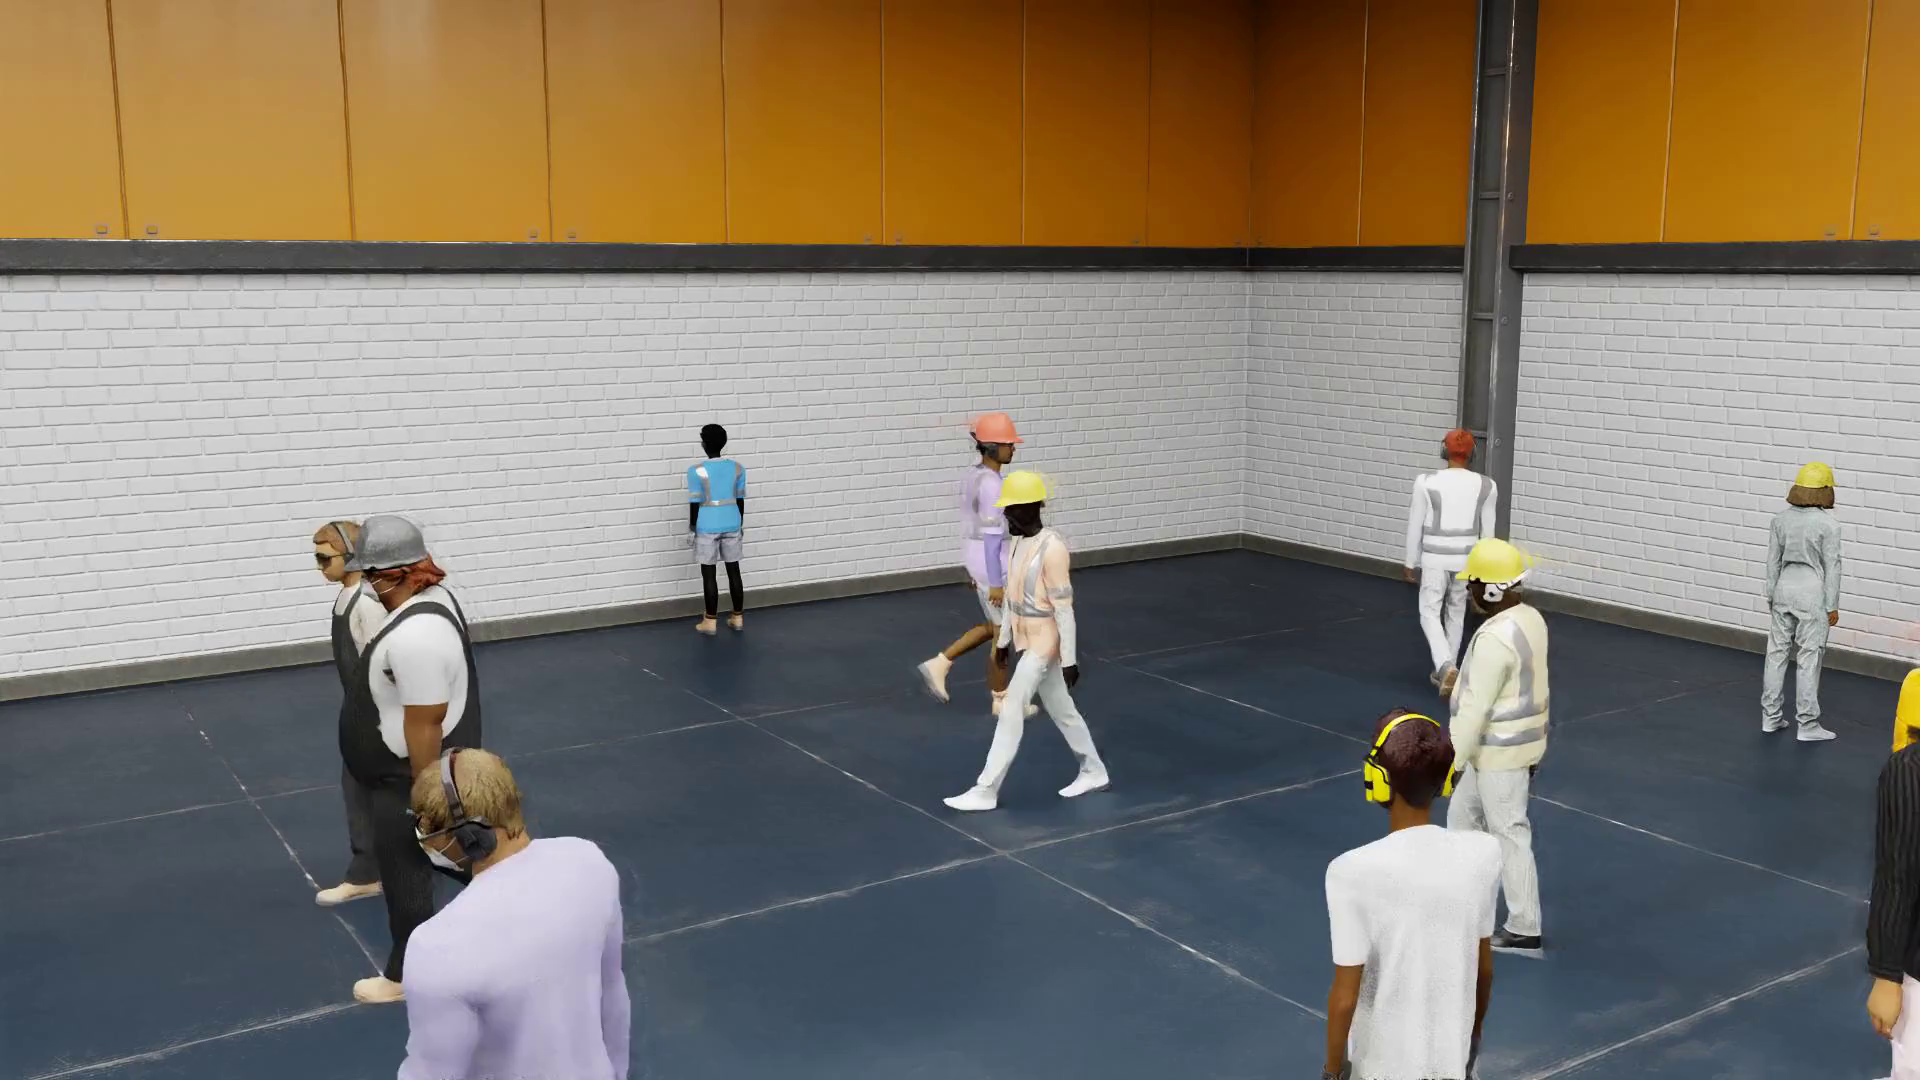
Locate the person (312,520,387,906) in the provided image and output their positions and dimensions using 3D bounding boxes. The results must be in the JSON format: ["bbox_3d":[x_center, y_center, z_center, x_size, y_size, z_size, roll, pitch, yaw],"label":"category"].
[{"bbox_3d":[-2.653,0.785,7.798,0.749,1.814,0.539,-6,11,-33],"label":"person"}]

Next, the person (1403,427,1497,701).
[{"bbox_3d":[3.356,0.163,11.350,0.578,1.866,0.802,0,9,-1],"label":"person"}]

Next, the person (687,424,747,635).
[{"bbox_3d":[-1.956,-0.089,13.377,0.540,1.695,0.317,-7,12,-38],"label":"person"}]

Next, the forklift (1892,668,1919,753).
[{"bbox_3d":[5.511,0.571,7.906,2.313,2.155,1.214,-6,11,-33],"label":"forklift"}]

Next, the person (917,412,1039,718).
[{"bbox_3d":[0.130,0.178,10.797,0.709,2.025,0.612,-1,9,-4],"label":"person"}]

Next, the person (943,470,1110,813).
[{"bbox_3d":[0.405,0.542,9.073,1.011,1.866,0.596,-3,10,-16],"label":"person"}]

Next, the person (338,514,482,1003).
[{"bbox_3d":[-2.082,0.856,6.652,0.753,2.000,0.704,-2,10,-9],"label":"person"}]

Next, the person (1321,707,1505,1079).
[{"bbox_3d":[1.131,1.350,4.279,0.547,1.884,0.472,-2,10,-14],"label":"person"}]

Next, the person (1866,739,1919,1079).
[{"bbox_3d":[2.848,1.188,4.826,0.632,1.976,0.710,-3,10,-16],"label":"person"}]

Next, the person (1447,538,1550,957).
[{"bbox_3d":[2.213,0.883,7.191,0.772,1.801,0.593,5,11,29],"label":"person"}]

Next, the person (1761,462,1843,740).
[{"bbox_3d":[5.293,0.377,10.429,0.306,1.745,0.483,-5,10,-26],"label":"person"}]

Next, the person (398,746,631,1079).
[{"bbox_3d":[-0.957,1.393,3.866,0.620,1.900,0.668,4,10,23],"label":"person"}]
